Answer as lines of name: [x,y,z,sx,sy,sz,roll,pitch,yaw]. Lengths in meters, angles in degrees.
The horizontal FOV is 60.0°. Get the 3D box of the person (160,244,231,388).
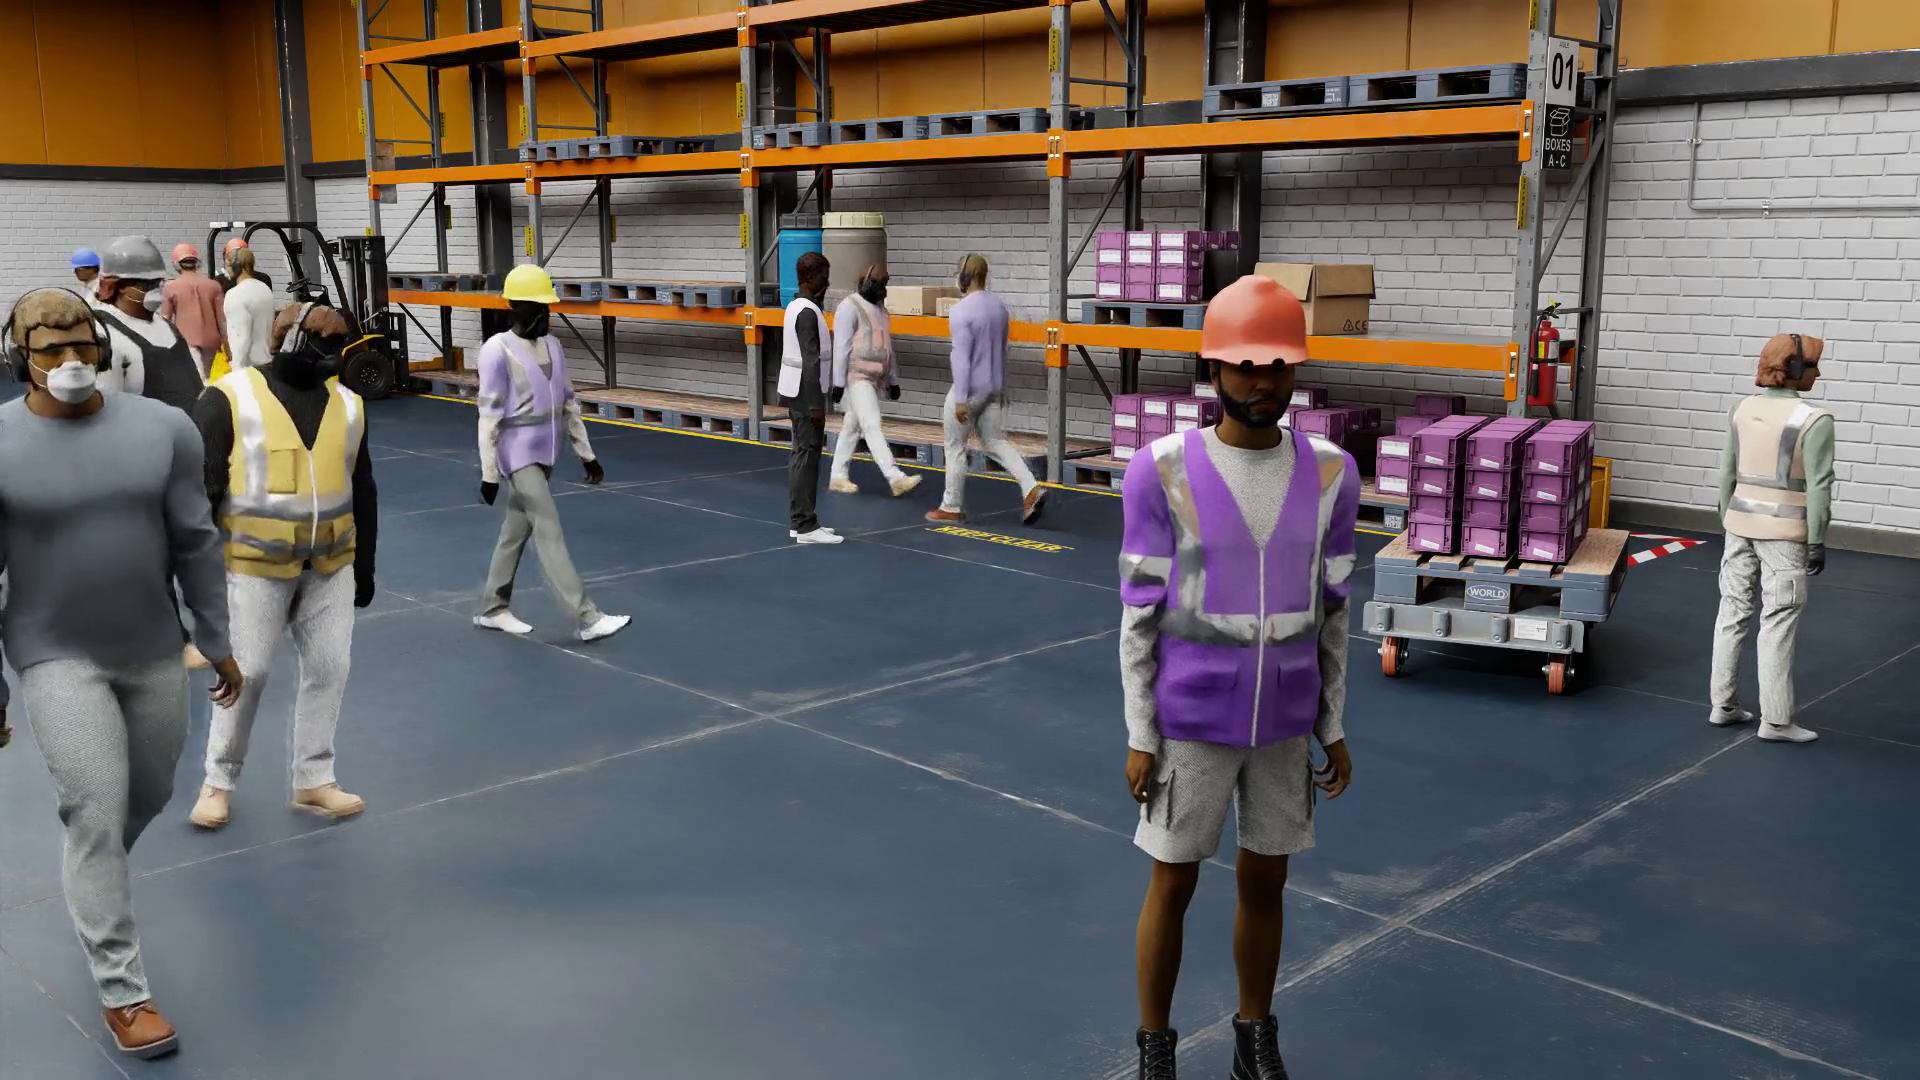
person: [-7.648,-1.977,16.612,1.074,1.935,0.626,10,14,43]

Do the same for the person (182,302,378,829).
person: [-2.341,0.088,5.780,0.438,1.800,0.724,10,14,43]

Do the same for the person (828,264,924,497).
person: [-0.652,-1.228,12.925,0.965,1.788,0.636,5,12,26]

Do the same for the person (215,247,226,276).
person: [-9.475,-2.894,21.762,0.355,1.882,0.575,5,12,27]

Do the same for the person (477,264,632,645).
person: [-2.065,-0.414,8.263,0.982,1.873,0.591,3,11,17]

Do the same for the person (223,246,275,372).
person: [-5.694,-1.386,13.385,0.356,1.936,0.635,0,10,1]

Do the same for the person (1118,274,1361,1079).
person: [0.622,0.391,3.690,0.546,1.939,0.375,-2,11,-10]

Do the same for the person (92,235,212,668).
person: [-3.786,-0.405,7.754,0.615,2.000,0.700,1,10,3]

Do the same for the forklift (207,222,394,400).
forklift: [-8.169,-2.758,20.163,2.313,2.155,1.214,-10,14,-44]

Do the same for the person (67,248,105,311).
person: [-8.371,-1.852,16.038,0.996,1.888,0.643,-10,14,-44]

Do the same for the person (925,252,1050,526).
person: [0.182,-1.026,11.518,0.888,1.914,0.639,7,13,34]

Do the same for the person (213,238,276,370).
person: [-7.510,-2.162,17.486,0.610,1.986,0.392,-8,13,-36]

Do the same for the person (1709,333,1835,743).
person: [3.261,-0.008,6.694,0.315,1.636,0.515,-4,11,-20]

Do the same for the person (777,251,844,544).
person: [-1.005,-0.936,10.993,0.392,1.916,0.591,-2,11,-13]

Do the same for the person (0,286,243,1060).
person: [-2.273,0.295,4.325,0.918,1.909,0.638,9,14,41]
